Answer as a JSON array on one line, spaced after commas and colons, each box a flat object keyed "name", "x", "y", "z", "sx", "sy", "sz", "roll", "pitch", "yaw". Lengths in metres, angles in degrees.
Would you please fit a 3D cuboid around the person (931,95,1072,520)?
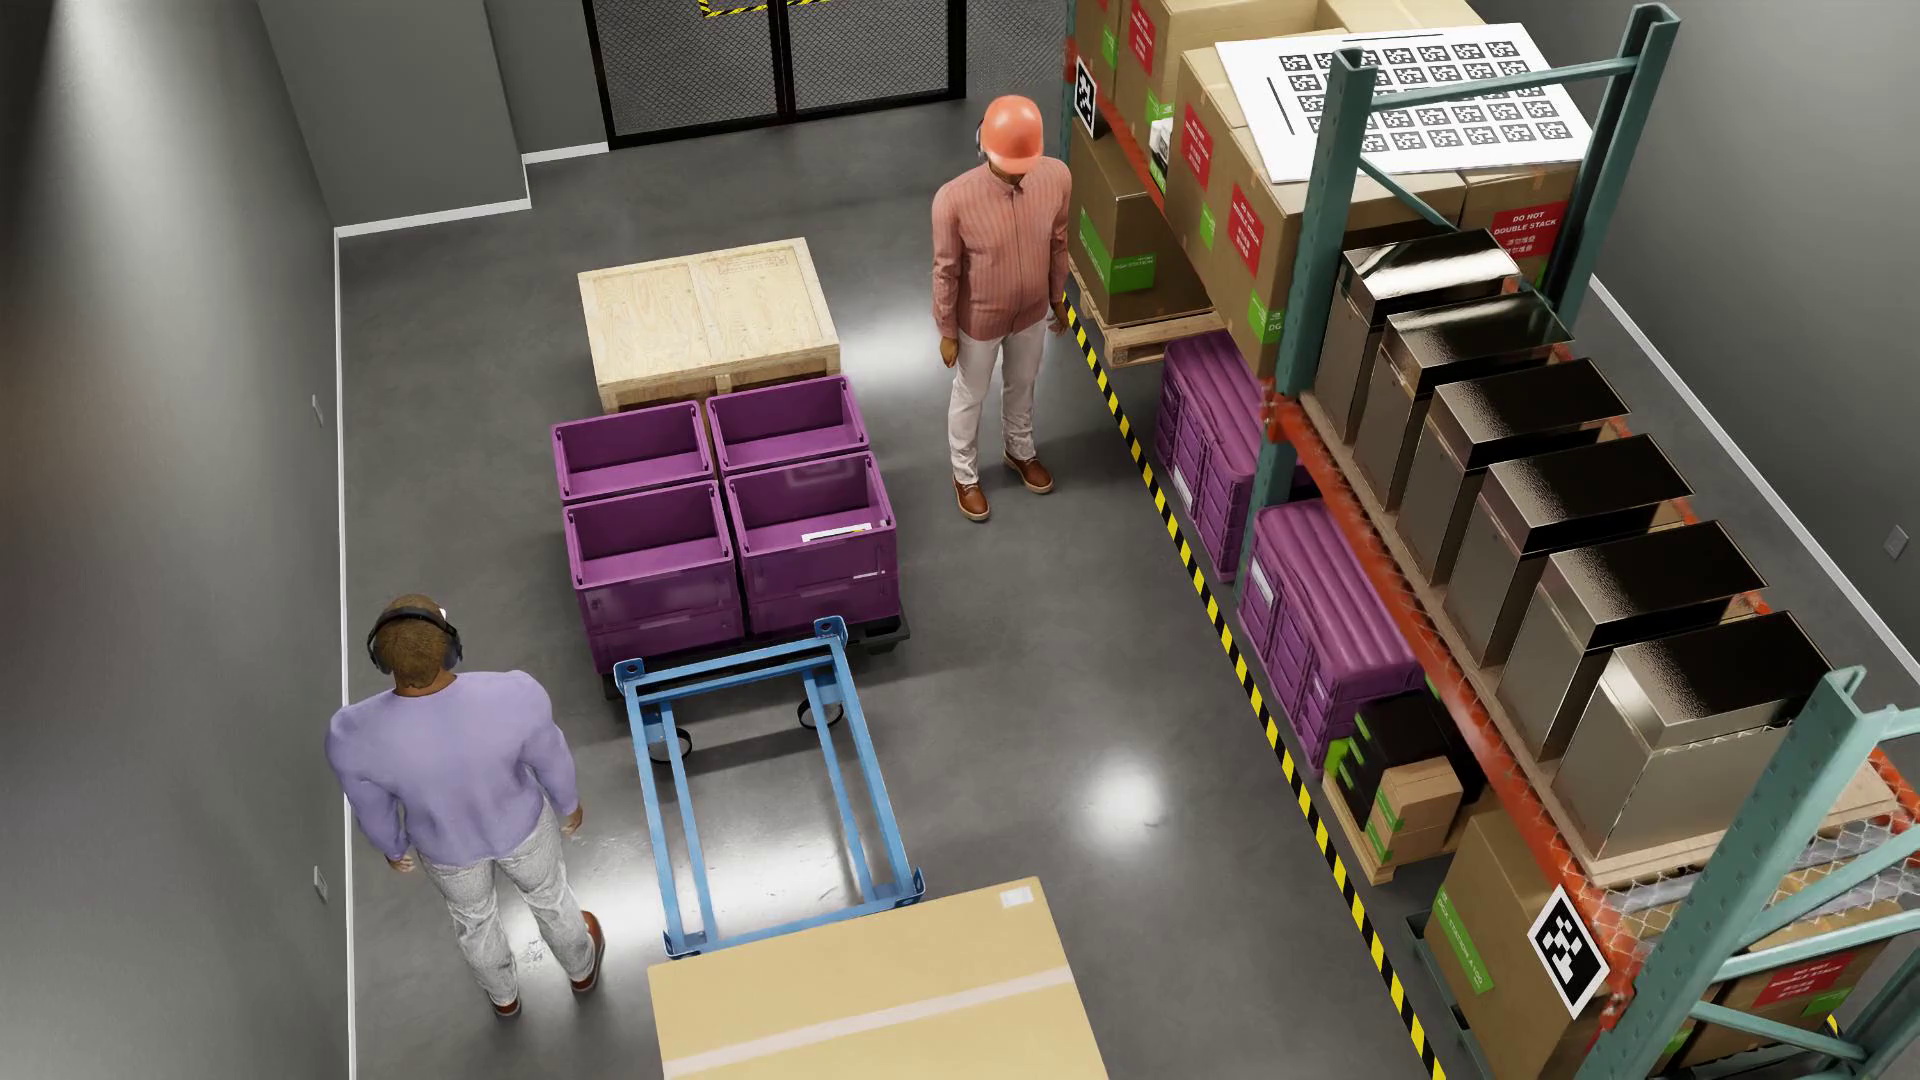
[{"name": "person", "x": 0.177, "y": -0.921, "z": 6.701, "sx": 0.612, "sy": 1.986, "sz": 0.387, "roll": -23, "pitch": 51, "yaw": -19}]

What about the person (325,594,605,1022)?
[{"name": "person", "x": -1.470, "y": 0.864, "z": 5.093, "sx": 0.634, "sy": 1.938, "sz": 0.355, "roll": -13, "pitch": 49, "yaw": -12}]
